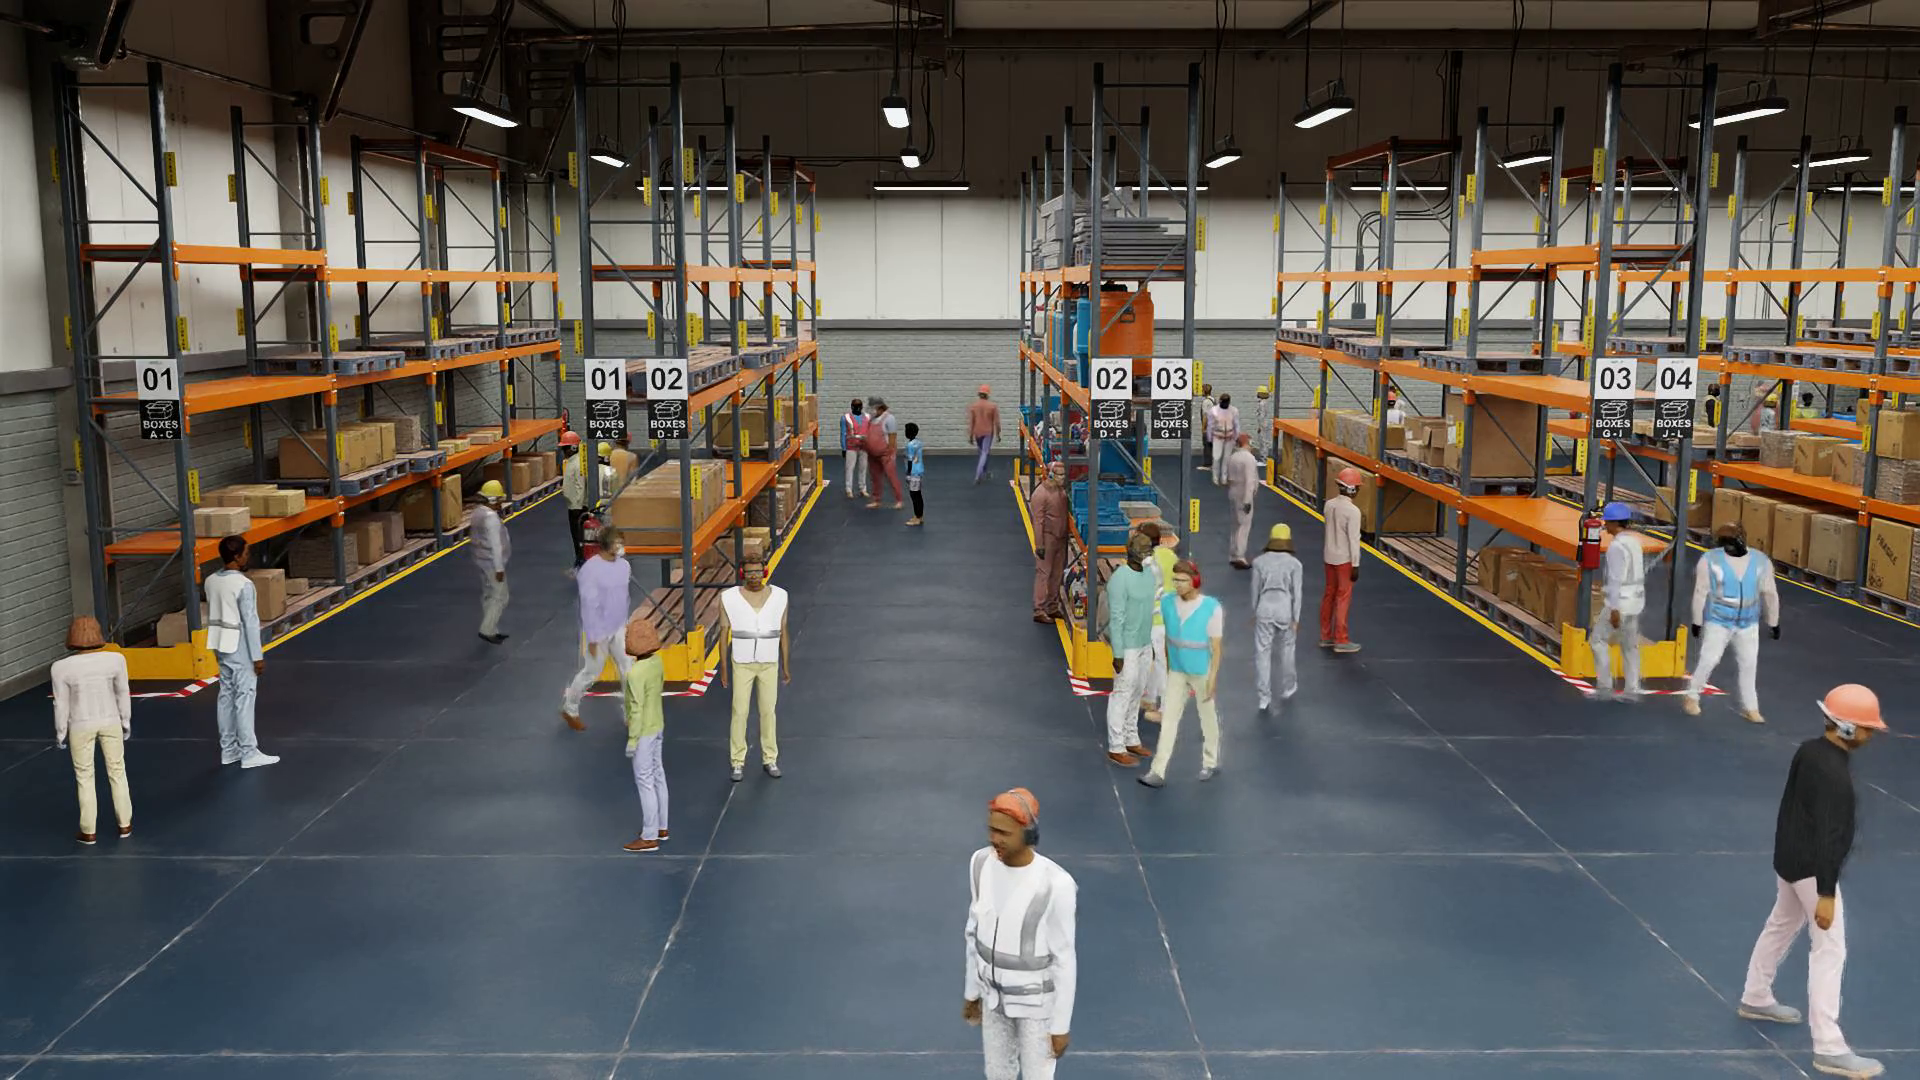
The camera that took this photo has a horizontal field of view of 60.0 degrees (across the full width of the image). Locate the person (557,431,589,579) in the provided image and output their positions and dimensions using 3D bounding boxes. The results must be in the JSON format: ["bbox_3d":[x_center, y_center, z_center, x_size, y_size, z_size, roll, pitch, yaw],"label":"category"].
[{"bbox_3d":[-5.180,-0.472,22.363,0.407,1.985,0.616,-4,10,-25],"label":"person"}]

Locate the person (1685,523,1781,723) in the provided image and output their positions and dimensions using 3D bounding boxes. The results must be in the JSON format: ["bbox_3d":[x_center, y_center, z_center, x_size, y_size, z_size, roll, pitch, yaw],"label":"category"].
[{"bbox_3d":[7.060,0.735,15.157,0.753,1.821,0.507,1,9,8],"label":"person"}]

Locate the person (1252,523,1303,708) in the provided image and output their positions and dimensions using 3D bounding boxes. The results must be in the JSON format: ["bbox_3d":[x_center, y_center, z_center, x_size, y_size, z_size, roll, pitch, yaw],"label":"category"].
[{"bbox_3d":[3.006,0.694,15.774,0.494,1.697,0.853,3,9,19],"label":"person"}]

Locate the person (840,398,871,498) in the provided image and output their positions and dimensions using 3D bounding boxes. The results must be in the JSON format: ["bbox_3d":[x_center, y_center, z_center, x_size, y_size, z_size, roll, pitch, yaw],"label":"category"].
[{"bbox_3d":[-1.890,-1.687,30.635,0.636,1.842,0.429,-5,10,-27],"label":"person"}]

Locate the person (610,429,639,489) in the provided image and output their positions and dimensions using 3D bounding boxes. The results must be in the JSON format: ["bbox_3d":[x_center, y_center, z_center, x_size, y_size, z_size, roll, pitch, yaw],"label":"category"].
[{"bbox_3d":[-4.916,-0.671,24.047,0.559,1.865,1.037,-2,9,-11],"label":"person"}]

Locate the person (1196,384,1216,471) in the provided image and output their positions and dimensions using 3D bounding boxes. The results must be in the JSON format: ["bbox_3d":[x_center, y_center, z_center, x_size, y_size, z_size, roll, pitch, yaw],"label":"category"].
[{"bbox_3d":[5.230,-2.382,35.127,0.343,1.839,0.506,5,10,30],"label":"person"}]

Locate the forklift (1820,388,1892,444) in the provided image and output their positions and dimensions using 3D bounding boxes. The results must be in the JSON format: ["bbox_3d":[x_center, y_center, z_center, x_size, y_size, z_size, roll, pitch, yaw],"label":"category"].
[{"bbox_3d":[20.072,-3.110,36.462,1.873,2.768,1.129,0,9,0],"label":"forklift"}]

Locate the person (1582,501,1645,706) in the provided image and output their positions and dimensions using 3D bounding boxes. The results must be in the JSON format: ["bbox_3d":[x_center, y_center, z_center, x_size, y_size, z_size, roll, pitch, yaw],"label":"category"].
[{"bbox_3d":[6.168,0.596,15.674,0.643,1.921,0.641,8,12,40],"label":"person"}]

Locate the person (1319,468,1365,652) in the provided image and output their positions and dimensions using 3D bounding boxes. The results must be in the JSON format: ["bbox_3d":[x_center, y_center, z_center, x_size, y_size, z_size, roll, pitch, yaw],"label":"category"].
[{"bbox_3d":[4.144,0.214,17.949,0.405,1.988,0.620,-3,9,-21],"label":"person"}]

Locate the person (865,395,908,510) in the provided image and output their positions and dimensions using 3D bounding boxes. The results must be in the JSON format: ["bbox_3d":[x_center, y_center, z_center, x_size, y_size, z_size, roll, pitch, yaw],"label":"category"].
[{"bbox_3d":[-1.337,-1.544,29.075,0.632,2.000,0.846,-8,12,-42],"label":"person"}]

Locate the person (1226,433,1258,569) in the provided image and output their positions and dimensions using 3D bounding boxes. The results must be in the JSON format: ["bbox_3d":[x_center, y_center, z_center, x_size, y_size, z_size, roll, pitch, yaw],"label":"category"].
[{"bbox_3d":[3.971,-0.549,23.236,0.444,1.870,0.802,-2,9,-16],"label":"person"}]

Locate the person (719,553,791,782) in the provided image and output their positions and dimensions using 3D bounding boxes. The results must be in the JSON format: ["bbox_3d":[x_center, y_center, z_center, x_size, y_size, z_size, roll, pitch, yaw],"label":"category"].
[{"bbox_3d":[-1.648,1.001,13.331,0.570,1.843,0.372,-3,9,-18],"label":"person"}]

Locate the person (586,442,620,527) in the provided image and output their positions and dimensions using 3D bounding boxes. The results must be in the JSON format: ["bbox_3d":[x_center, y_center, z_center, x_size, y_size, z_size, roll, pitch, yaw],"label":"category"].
[{"bbox_3d":[-4.789,-0.398,22.370,0.600,1.829,0.404,4,10,23],"label":"person"}]

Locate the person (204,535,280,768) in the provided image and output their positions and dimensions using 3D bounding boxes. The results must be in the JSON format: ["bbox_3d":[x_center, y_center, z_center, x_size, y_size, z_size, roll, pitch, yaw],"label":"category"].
[{"bbox_3d":[-5.948,0.914,13.656,0.587,1.920,0.394,6,11,33],"label":"person"}]

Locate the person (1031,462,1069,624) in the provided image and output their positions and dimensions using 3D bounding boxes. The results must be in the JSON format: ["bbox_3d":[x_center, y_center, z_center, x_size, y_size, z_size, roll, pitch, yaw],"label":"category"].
[{"bbox_3d":[1.090,0.024,19.473,0.401,1.895,0.655,6,11,33],"label":"person"}]

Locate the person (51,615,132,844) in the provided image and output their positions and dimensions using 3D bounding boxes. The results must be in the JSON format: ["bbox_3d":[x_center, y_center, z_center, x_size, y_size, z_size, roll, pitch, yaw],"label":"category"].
[{"bbox_3d":[-6.156,1.341,11.818,0.499,1.634,0.279,-7,11,-38],"label":"person"}]

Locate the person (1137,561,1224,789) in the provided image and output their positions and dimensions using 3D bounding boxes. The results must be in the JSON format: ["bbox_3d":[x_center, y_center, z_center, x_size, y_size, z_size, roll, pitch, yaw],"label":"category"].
[{"bbox_3d":[1.774,1.066,13.046,0.595,1.796,0.954,7,11,37],"label":"person"}]

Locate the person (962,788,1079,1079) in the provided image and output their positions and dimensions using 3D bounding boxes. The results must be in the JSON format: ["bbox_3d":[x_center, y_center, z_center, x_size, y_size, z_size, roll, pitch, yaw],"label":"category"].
[{"bbox_3d":[0.251,1.960,7.072,0.344,1.878,0.582,-8,12,-44],"label":"person"}]

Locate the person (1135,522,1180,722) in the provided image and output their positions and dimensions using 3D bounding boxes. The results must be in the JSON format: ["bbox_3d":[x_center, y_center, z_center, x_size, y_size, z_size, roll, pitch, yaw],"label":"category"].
[{"bbox_3d":[1.771,0.745,15.178,0.662,1.798,0.628,7,11,37],"label":"person"}]

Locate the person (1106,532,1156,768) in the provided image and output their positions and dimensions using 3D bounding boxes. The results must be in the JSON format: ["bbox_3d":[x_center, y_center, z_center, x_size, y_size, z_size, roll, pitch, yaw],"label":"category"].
[{"bbox_3d":[1.428,0.891,13.744,0.354,1.936,0.635,6,11,33],"label":"person"}]

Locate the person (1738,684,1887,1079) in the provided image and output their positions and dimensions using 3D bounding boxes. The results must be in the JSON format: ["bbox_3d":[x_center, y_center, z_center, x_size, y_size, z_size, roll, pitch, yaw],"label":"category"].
[{"bbox_3d":[4.441,1.690,8.569,0.500,1.967,0.710,2,9,13],"label":"person"}]

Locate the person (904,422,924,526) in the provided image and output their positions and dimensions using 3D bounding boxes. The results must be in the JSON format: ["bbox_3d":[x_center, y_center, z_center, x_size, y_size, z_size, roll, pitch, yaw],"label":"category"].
[{"bbox_3d":[-0.758,-1.079,27.225,0.321,1.689,0.532,2,9,10],"label":"person"}]

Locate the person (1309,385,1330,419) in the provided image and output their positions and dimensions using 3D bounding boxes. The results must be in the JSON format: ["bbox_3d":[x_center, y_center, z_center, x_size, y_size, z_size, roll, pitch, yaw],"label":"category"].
[{"bbox_3d":[7.264,-2.183,33.549,0.363,1.928,0.587,-3,9,-19],"label":"person"}]

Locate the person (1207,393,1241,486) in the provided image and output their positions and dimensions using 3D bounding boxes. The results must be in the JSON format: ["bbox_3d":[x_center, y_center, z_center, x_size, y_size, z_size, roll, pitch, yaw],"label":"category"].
[{"bbox_3d":[5.152,-1.941,32.395,0.617,1.807,0.752,0,9,-1],"label":"person"}]

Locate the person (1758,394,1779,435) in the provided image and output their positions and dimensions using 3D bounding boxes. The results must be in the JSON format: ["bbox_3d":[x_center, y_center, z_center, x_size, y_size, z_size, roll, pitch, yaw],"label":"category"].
[{"bbox_3d":[16.320,-2.092,33.590,0.326,1.735,0.491,0,9,-2],"label":"person"}]

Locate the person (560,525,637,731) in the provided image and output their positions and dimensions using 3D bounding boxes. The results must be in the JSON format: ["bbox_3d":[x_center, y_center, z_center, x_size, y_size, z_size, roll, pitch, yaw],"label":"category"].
[{"bbox_3d":[-3.127,0.793,14.575,1.015,1.886,0.649,5,10,29],"label":"person"}]

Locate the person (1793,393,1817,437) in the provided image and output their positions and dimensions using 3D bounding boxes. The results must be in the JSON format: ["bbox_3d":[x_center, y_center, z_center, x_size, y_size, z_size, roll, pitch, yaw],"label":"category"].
[{"bbox_3d":[17.777,-2.287,35.079,0.556,1.674,0.619,-3,9,-18],"label":"person"}]

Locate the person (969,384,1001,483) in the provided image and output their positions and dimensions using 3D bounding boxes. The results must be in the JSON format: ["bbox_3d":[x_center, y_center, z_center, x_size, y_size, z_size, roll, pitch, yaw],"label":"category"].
[{"bbox_3d":[0.454,-2.110,33.033,0.605,1.957,1.031,5,10,28],"label":"person"}]

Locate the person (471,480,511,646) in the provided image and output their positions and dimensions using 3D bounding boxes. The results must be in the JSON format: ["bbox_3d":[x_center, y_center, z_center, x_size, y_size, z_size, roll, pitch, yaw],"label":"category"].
[{"bbox_3d":[-5.149,0.254,18.228,0.443,1.816,0.602,-6,11,-33],"label":"person"}]

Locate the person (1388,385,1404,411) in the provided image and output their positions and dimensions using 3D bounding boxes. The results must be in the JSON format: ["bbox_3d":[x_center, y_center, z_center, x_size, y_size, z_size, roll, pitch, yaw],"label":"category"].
[{"bbox_3d":[8.947,-2.274,34.376,0.355,1.855,0.519,-6,10,-32],"label":"person"}]

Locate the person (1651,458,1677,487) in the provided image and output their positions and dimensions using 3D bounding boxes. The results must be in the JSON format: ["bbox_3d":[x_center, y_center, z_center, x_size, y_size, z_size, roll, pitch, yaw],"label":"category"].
[{"bbox_3d":[12.867,-1.606,30.213,0.626,1.804,0.712,0,9,0],"label":"person"}]

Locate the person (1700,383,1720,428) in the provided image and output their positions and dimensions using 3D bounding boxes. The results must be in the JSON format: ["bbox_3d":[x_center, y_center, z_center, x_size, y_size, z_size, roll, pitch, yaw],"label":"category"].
[{"bbox_3d":[15.896,-2.394,35.184,0.429,1.845,0.621,3,9,18],"label":"person"}]

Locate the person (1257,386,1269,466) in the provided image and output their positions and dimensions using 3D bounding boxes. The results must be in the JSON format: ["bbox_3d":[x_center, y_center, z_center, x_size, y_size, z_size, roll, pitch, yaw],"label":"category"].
[{"bbox_3d":[6.531,-2.468,35.975,0.294,1.744,0.487,3,9,20],"label":"person"}]

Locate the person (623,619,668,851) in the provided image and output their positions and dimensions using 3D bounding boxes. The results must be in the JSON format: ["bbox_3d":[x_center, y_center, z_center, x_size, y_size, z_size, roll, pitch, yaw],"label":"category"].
[{"bbox_3d":[-2.220,1.362,11.683,0.274,1.633,0.507,2,9,10],"label":"person"}]
